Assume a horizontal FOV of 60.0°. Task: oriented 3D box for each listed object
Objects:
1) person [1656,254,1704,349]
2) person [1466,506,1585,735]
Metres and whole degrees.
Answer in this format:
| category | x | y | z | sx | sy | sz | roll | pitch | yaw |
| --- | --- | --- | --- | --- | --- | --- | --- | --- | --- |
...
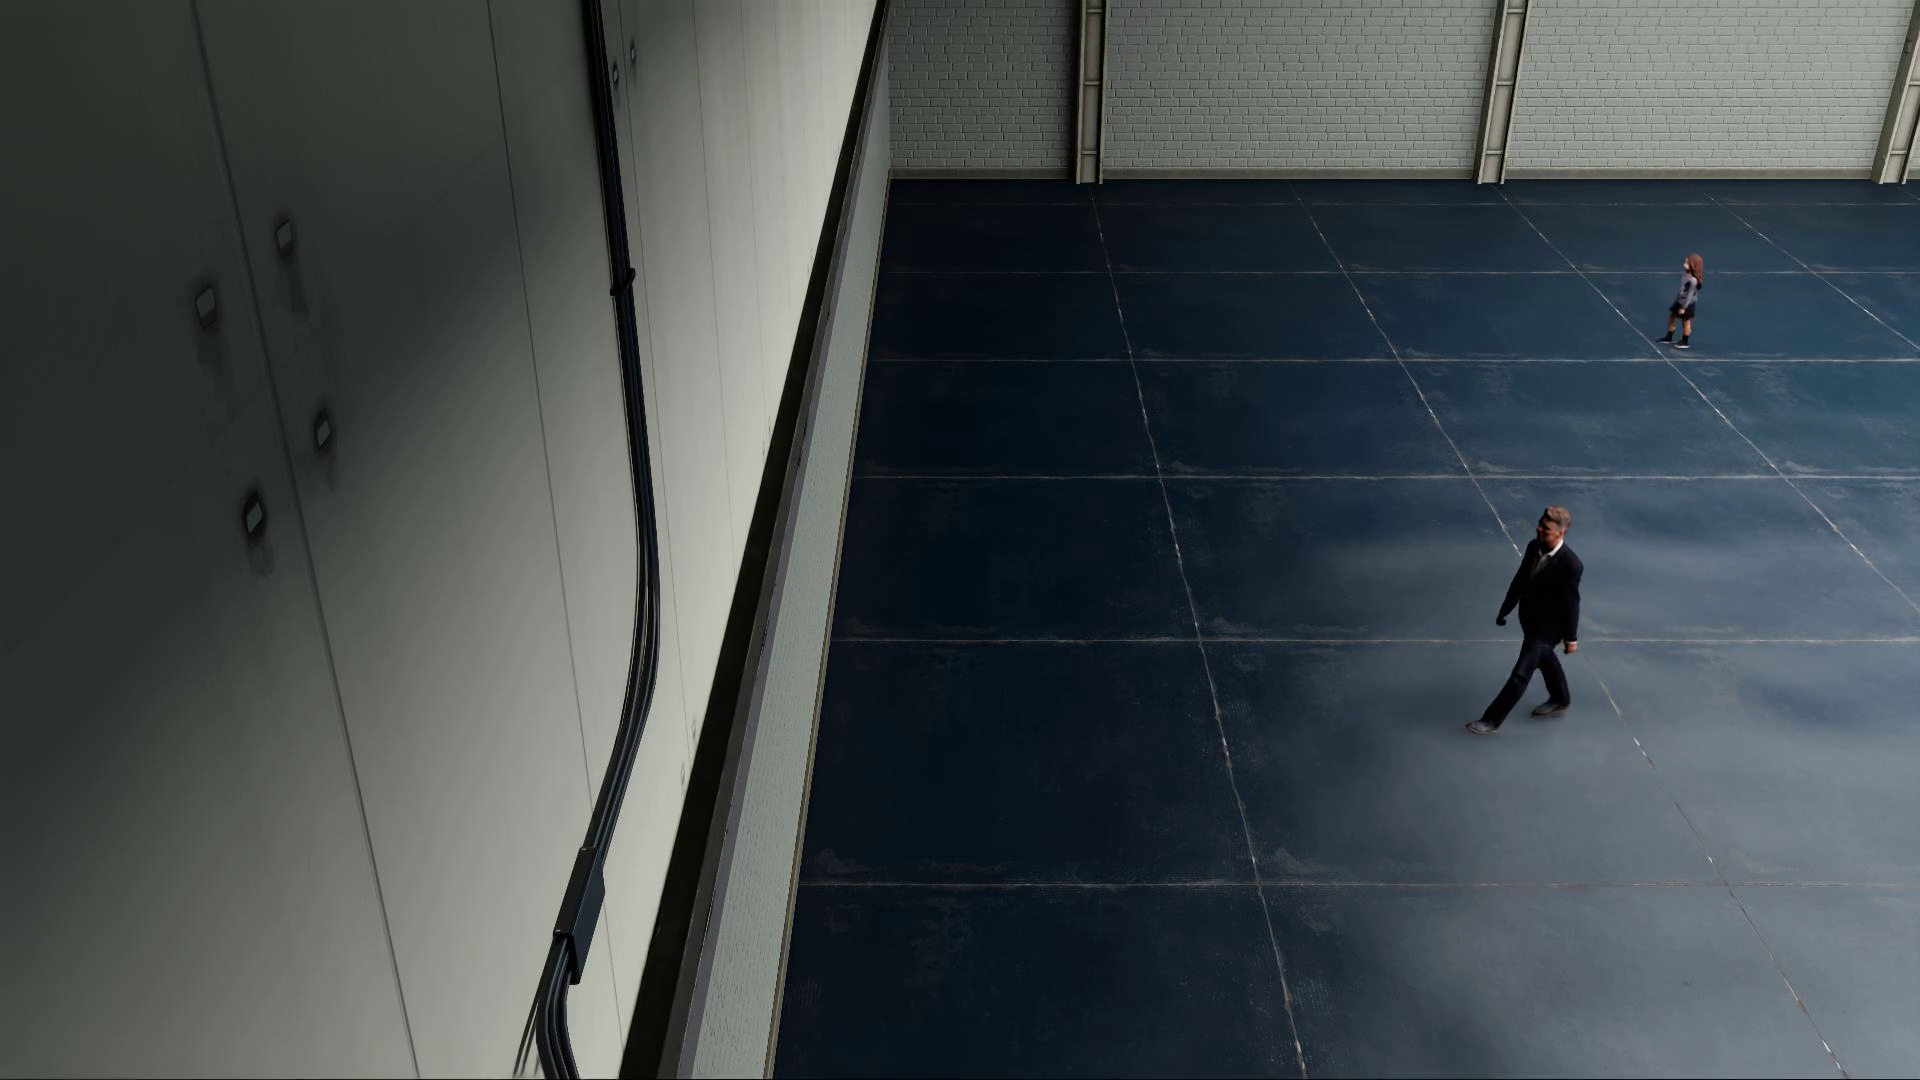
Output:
| category | x | y | z | sx | sy | sz | roll | pitch | yaw |
| --- | --- | --- | --- | --- | --- | --- | --- | --- | --- |
| person | 8.229 | -2.686 | 18.724 | 0.570 | 1.095 | 0.497 | 1 | 28 | 3 |
| person | 4.232 | 0.573 | 11.888 | 1.252 | 1.768 | 0.936 | -8 | 29 | -14 |
